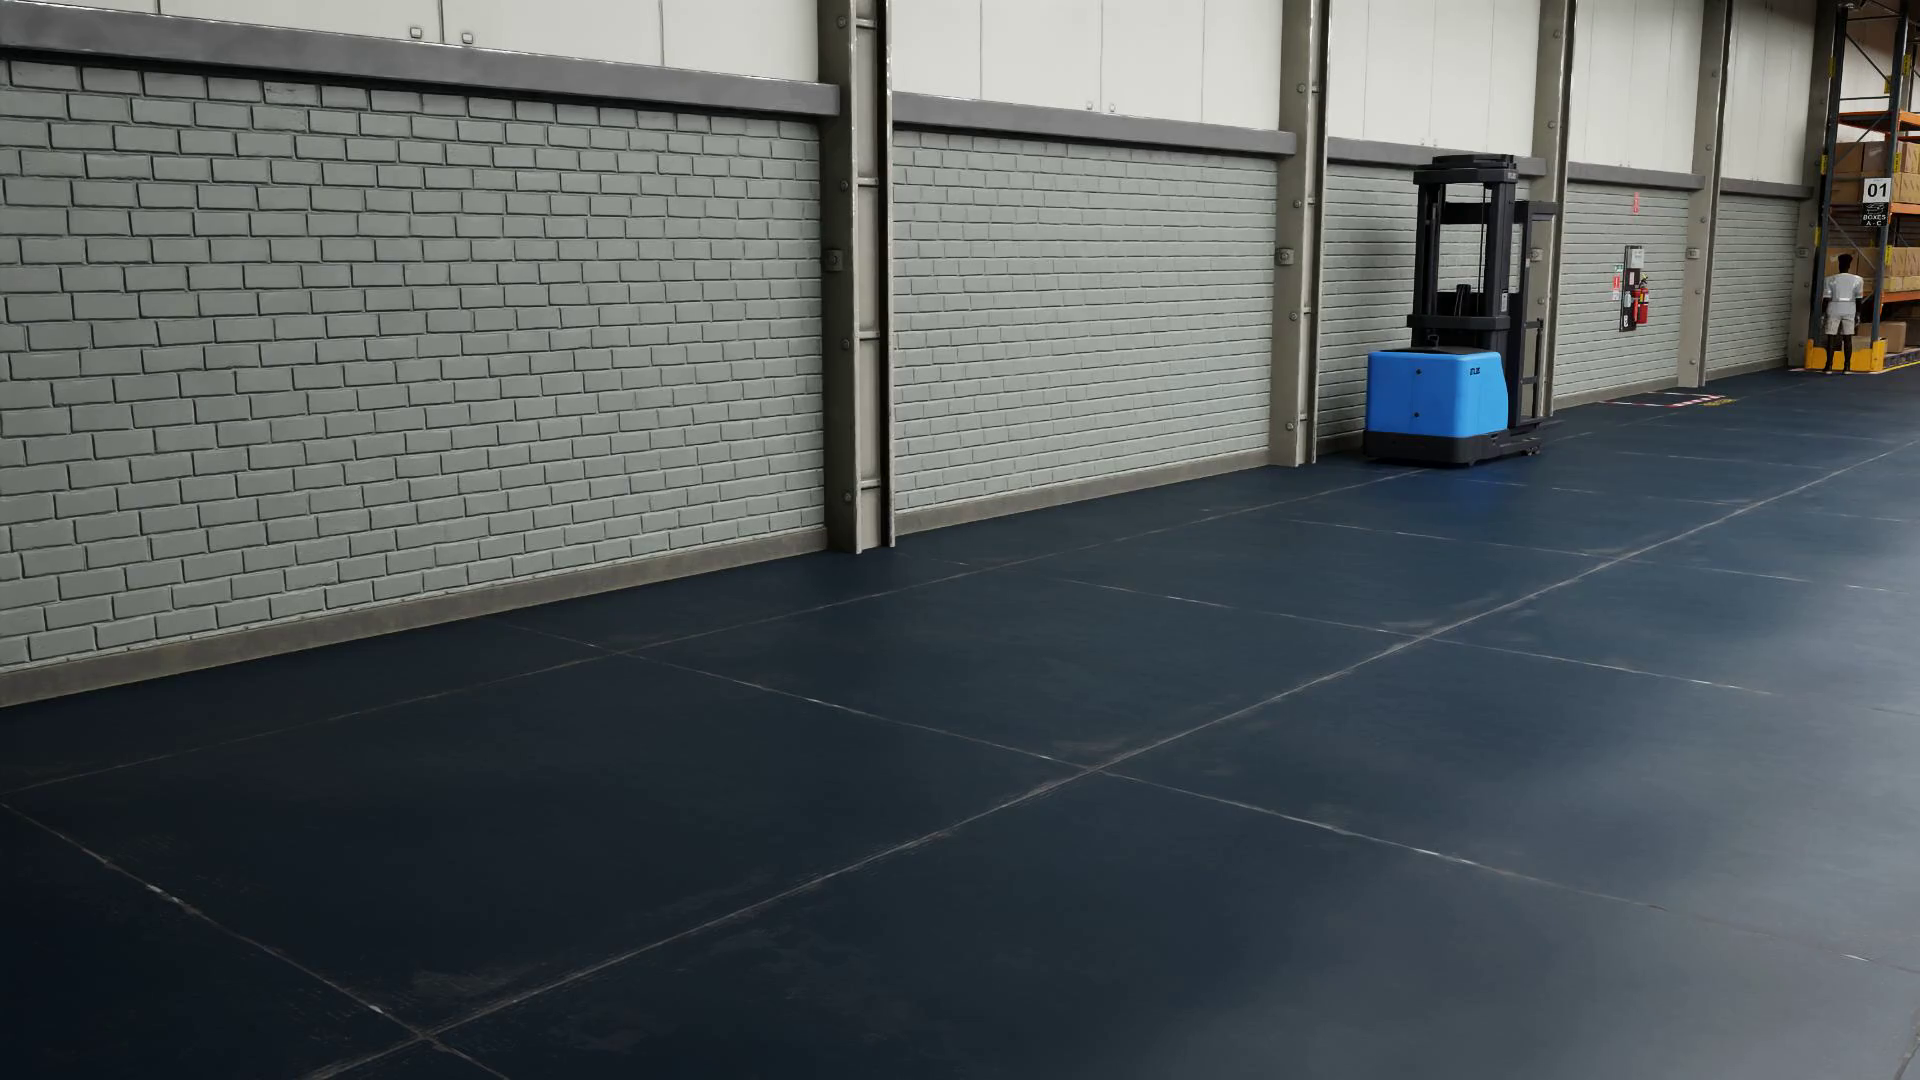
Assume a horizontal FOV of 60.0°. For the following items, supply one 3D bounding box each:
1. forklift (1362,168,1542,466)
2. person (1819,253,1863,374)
[{"bbox_3d":[4.875,-2.212,16.287,1.129,2.768,1.873,8,13,40],"label":"forklift"},{"bbox_3d":[14.432,-3.704,27.256,0.611,1.964,0.364,3,10,14],"label":"person"}]
